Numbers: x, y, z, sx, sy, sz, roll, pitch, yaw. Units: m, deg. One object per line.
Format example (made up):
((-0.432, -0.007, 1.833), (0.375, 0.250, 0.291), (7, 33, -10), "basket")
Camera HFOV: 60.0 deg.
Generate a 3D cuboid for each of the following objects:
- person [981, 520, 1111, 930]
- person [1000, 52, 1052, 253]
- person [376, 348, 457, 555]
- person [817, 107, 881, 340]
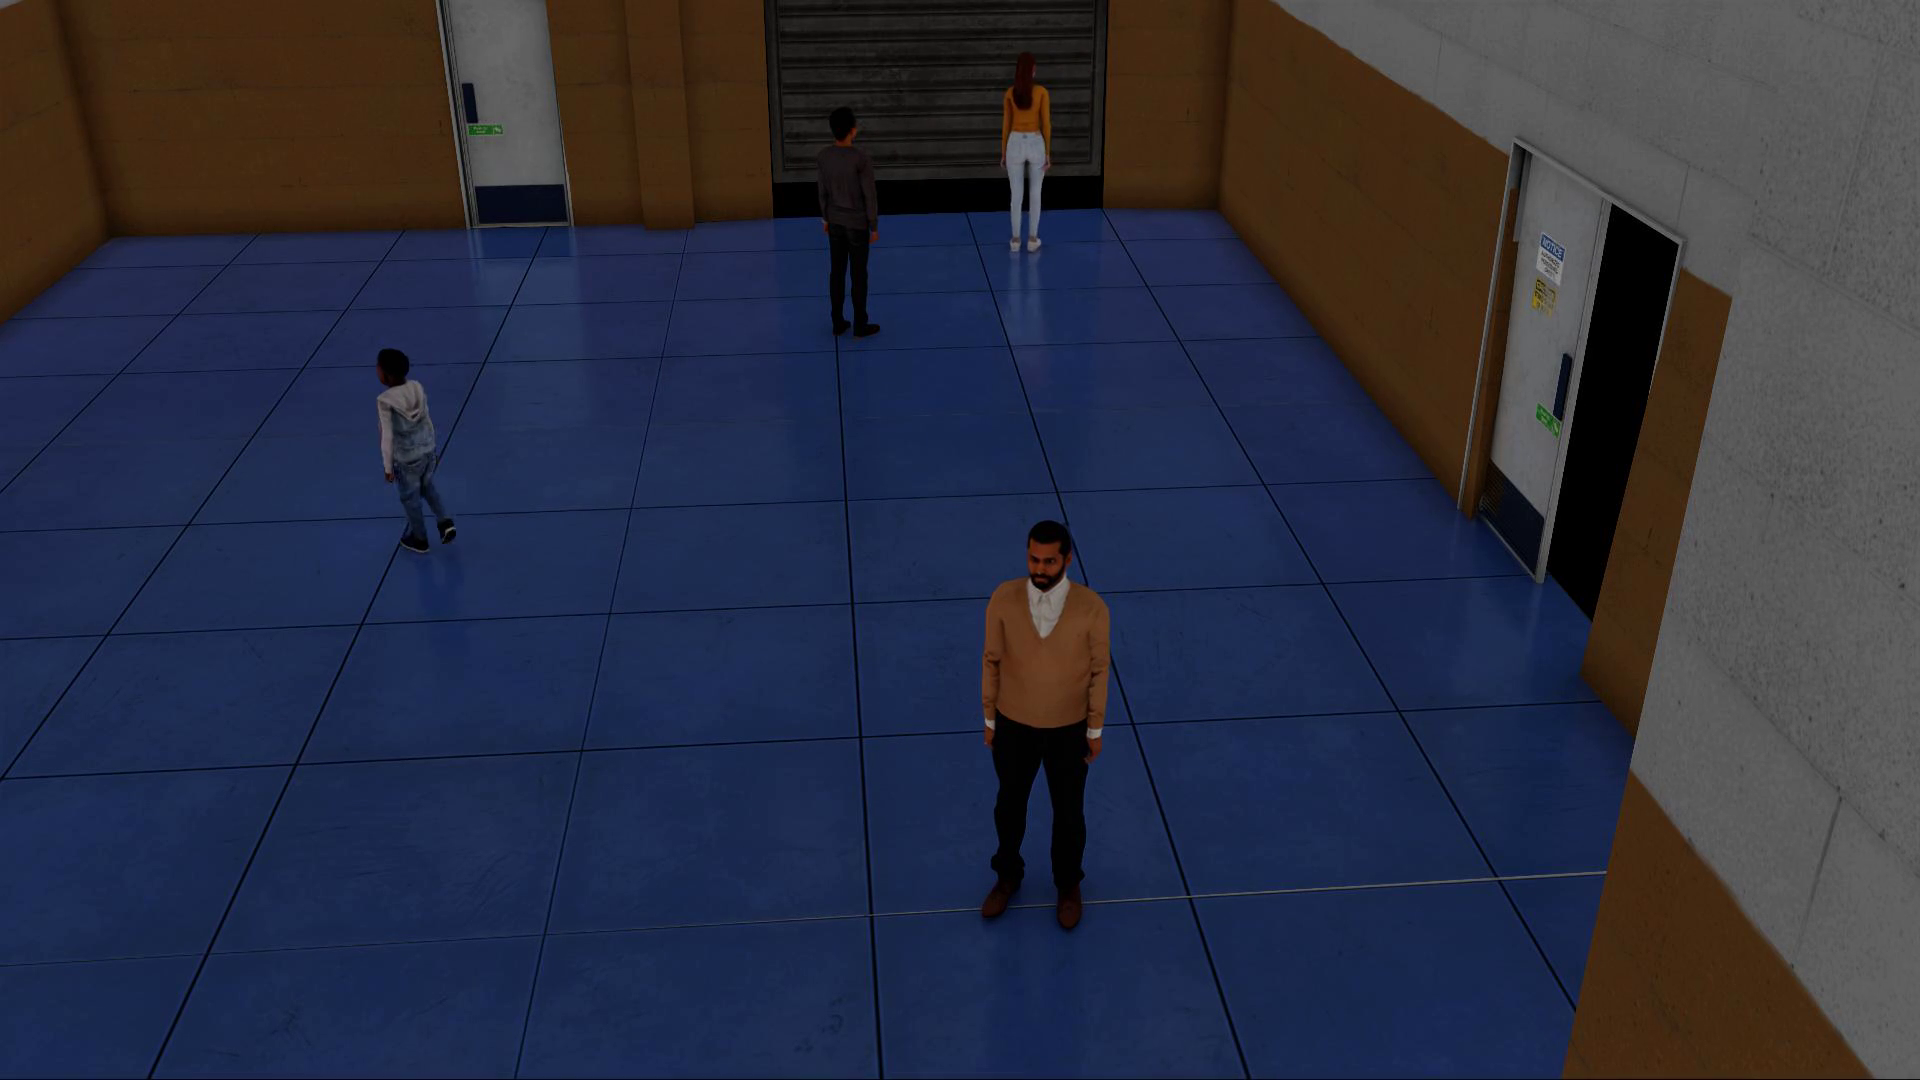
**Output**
((0.329, 0.716, 6.565), (0.622, 1.755, 0.778), (5, 27, 9), "person")
((0.595, -3.426, 14.754), (0.536, 1.742, 0.699), (3, 27, 6), "person")
((-3.103, -0.492, 9.507), (0.729, 1.254, 0.662), (18, 32, 31), "person")
((-0.867, -2.415, 12.732), (0.648, 1.768, 0.776), (24, 35, 38), "person")
